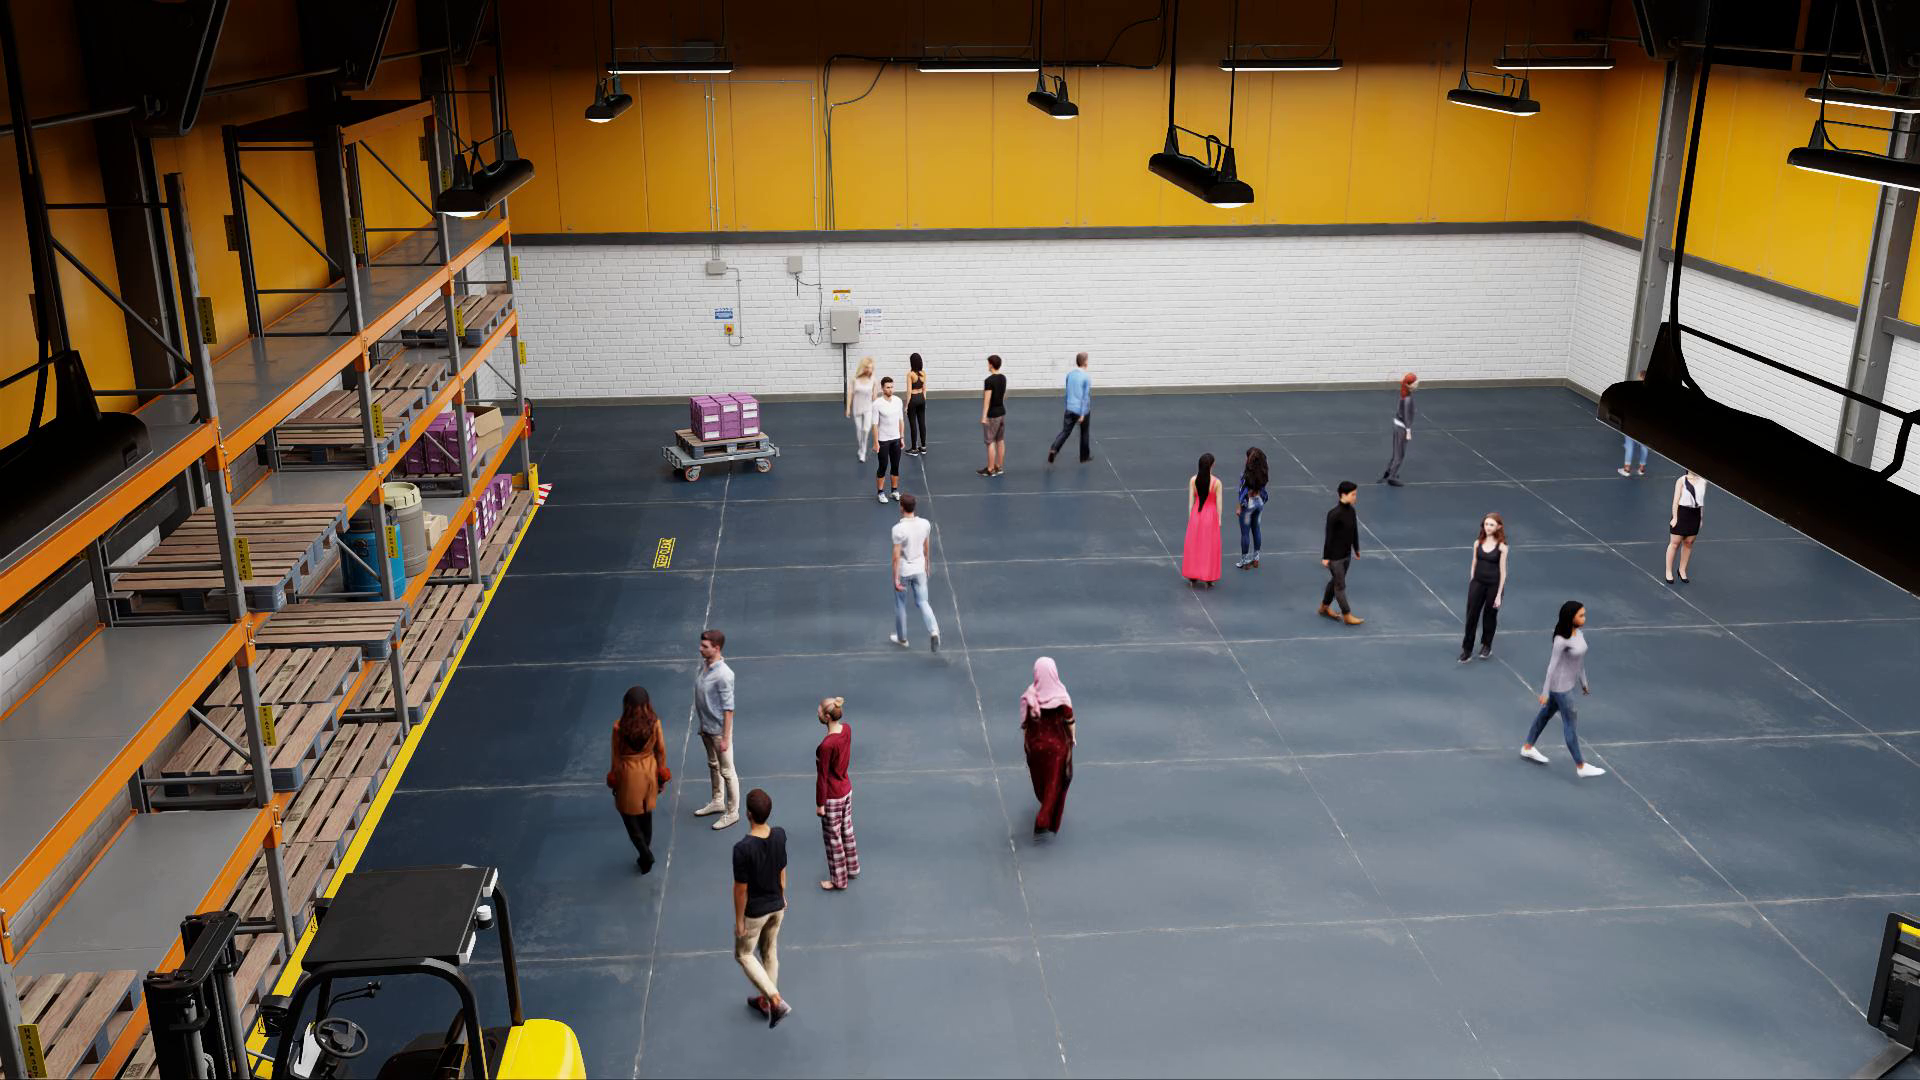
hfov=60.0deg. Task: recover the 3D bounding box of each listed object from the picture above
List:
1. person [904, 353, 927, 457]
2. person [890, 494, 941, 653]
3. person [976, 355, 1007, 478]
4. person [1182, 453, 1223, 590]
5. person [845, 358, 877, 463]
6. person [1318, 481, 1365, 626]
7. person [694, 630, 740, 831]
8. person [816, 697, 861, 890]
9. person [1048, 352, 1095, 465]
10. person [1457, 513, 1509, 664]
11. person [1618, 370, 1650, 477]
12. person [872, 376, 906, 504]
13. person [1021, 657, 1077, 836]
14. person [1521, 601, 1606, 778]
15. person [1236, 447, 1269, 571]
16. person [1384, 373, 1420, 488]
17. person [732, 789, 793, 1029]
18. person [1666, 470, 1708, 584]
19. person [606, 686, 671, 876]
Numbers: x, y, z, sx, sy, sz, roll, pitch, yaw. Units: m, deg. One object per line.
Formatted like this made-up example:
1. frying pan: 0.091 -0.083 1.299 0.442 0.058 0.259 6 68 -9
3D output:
1. person: -0.700 -2.176 26.525 0.641 1.642 0.656 -14 23 -36
2. person: -0.498 0.400 18.583 0.923 1.829 1.137 -11 21 -29
3. person: 0.540 -1.913 25.405 0.817 1.860 0.734 12 22 31
4. person: 3.036 -0.243 20.659 0.719 1.723 0.733 9 20 24
5. person: -1.540 -2.067 26.243 0.727 1.617 1.159 1 19 3
6. person: 4.424 0.128 19.587 1.054 1.705 0.978 17 25 42
7. person: -2.160 1.658 14.821 0.795 1.847 0.673 -12 22 -32
8. person: -1.030 2.082 13.795 0.742 1.699 0.600 6 20 18
9. person: 1.759 -1.989 25.760 1.168 1.778 1.223 15 24 37
10. person: 5.892 0.508 18.433 0.898 1.720 0.989 12 22 32
11. person: 10.358 -1.790 25.393 0.622 1.634 0.537 1 19 2
12. person: -1.039 -1.469 24.105 0.737 1.848 0.732 -12 22 -31
13. person: 0.772 1.837 14.674 0.918 1.602 1.142 6 20 17
14. person: 5.645 1.386 15.864 1.161 1.696 1.100 15 24 38
15. person: 3.736 -0.425 21.366 0.699 1.618 0.693 -11 21 -29
16. person: 6.545 -1.633 24.760 0.869 1.740 0.672 0 19 -1
17. person: -1.371 2.659 11.858 0.912 1.841 0.999 -16 25 -40
18. person: 9.102 -0.260 20.828 0.562 1.648 0.502 -2 19 -7
19. person: -2.661 2.054 13.865 0.856 1.708 0.966 -8 20 -23
